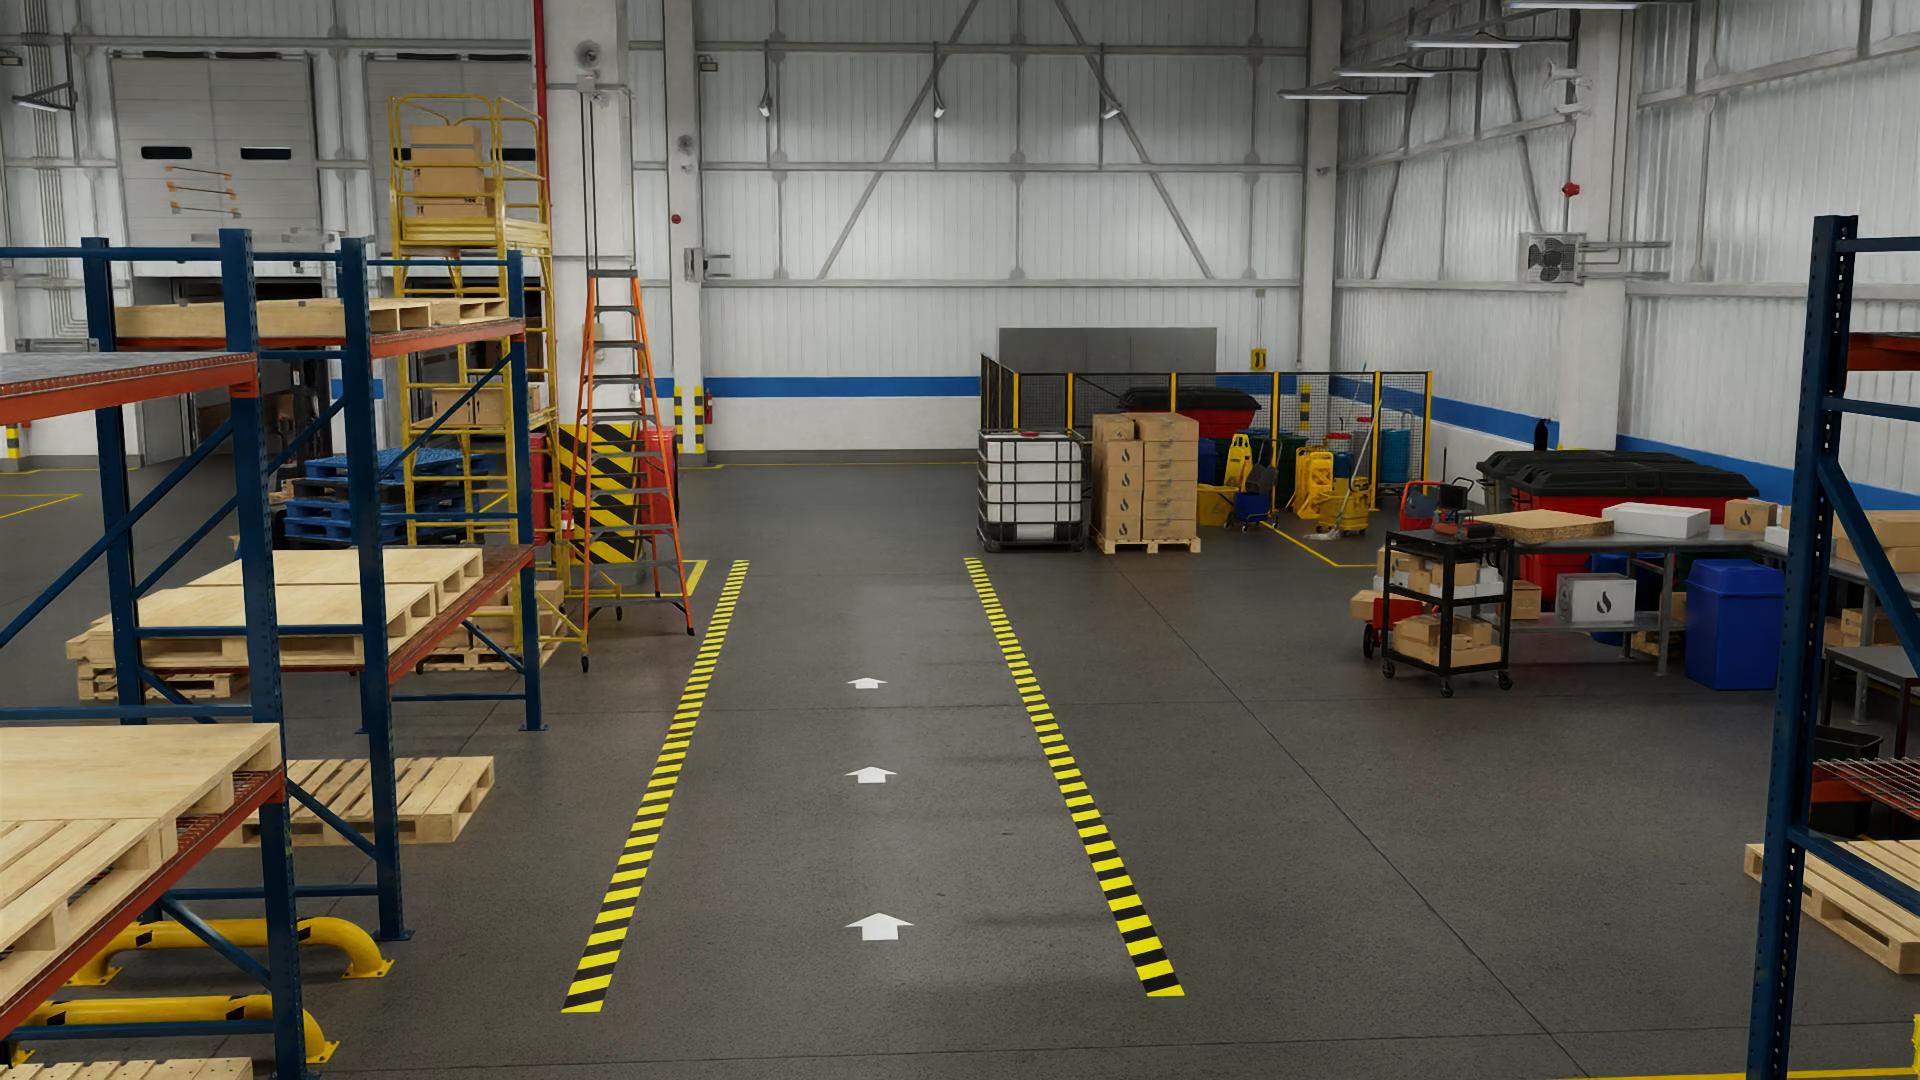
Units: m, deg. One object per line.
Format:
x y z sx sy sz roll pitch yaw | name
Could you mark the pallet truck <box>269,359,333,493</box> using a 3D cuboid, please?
-7.062 -1.131 18.996 1.885 1.965 0.823 2 9 13 | pallet truck
